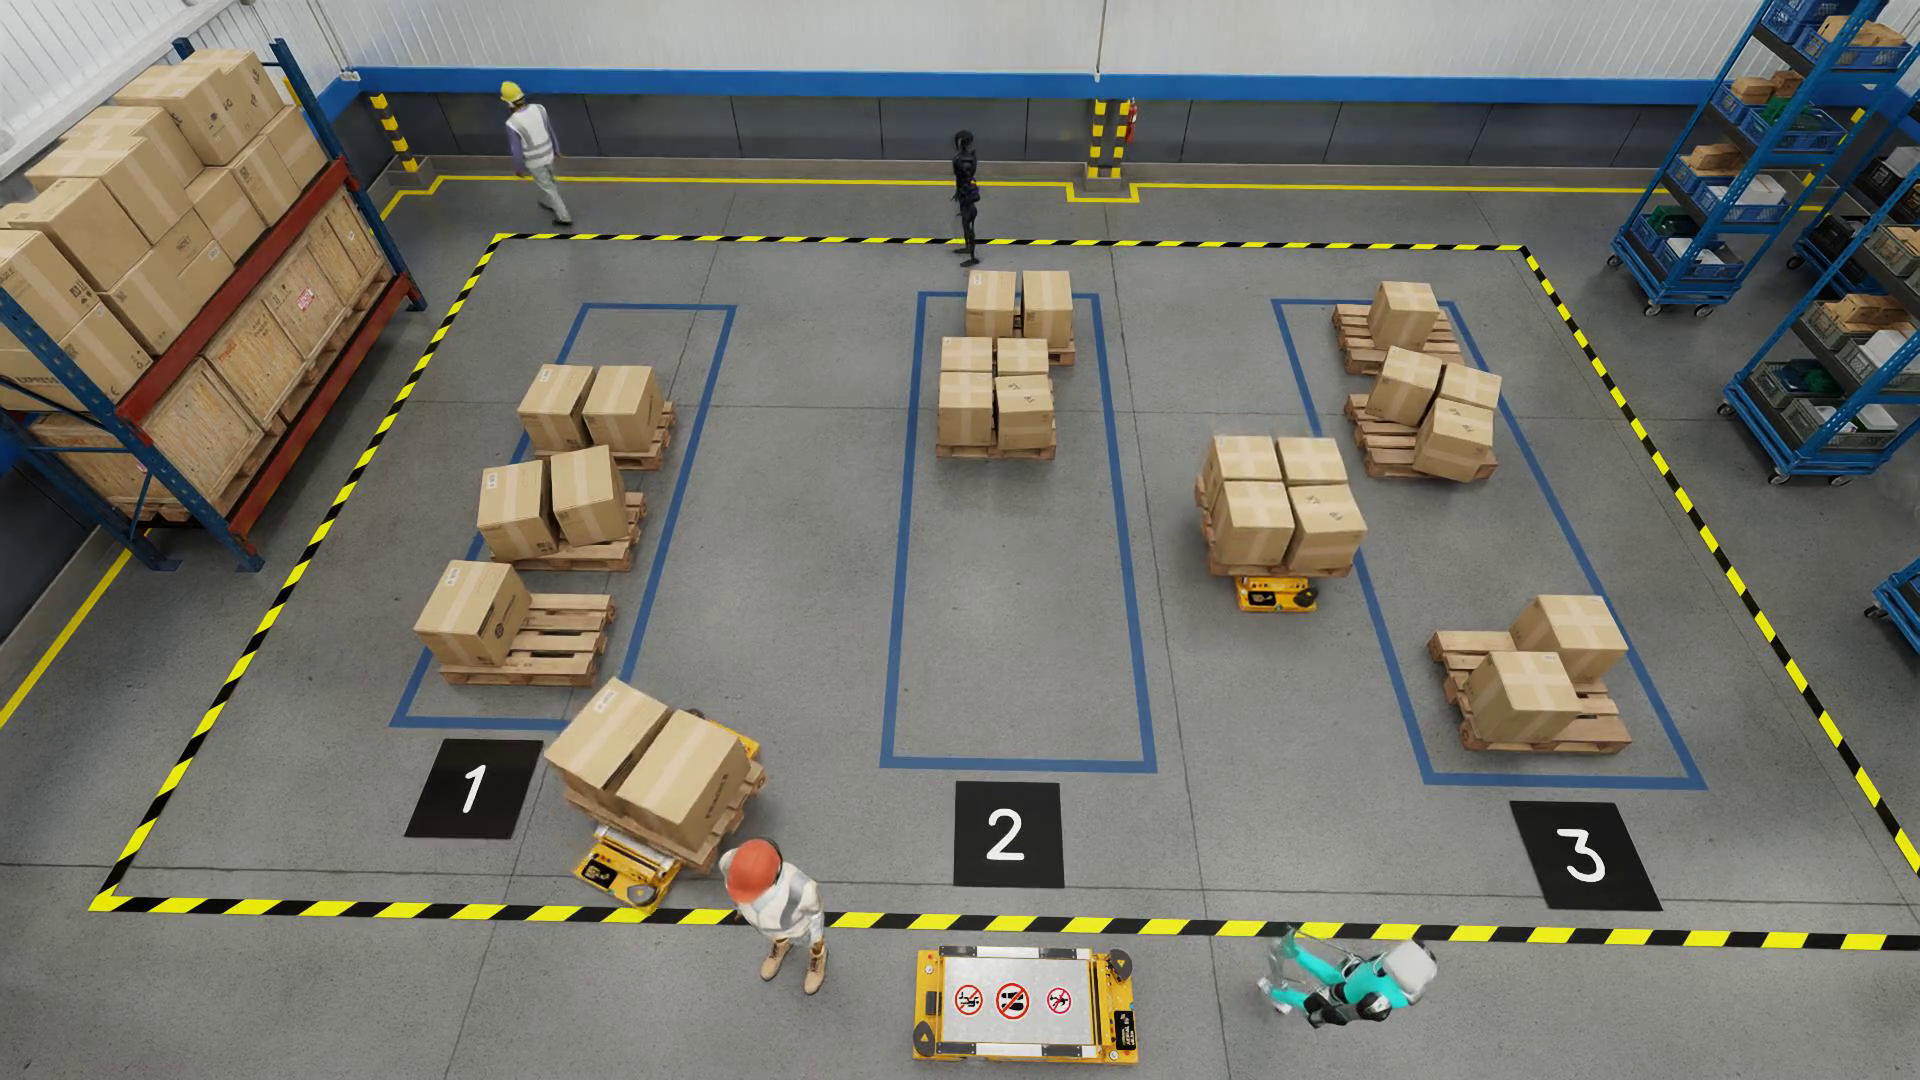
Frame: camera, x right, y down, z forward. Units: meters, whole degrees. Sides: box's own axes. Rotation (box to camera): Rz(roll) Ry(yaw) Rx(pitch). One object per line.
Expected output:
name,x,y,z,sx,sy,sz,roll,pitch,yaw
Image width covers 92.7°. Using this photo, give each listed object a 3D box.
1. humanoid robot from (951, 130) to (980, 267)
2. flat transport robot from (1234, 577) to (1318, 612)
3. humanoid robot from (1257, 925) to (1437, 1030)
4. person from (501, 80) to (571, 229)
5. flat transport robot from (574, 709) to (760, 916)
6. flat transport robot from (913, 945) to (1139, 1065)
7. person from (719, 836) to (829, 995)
humanoid robot,0.067,-4.040,10.861,0.315,1.657,0.599,-8,51,-6
flat transport robot,2.810,0.023,8.449,0.652,0.197,1.431,1,51,1
humanoid robot,2.122,2.578,5.487,0.542,1.840,0.817,-31,57,-23
person,-5.239,-4.759,11.363,0.416,1.829,0.602,22,54,17
flat transport robot,-2.170,1.976,6.857,0.652,0.197,1.431,19,53,15
flat transport robot,0.422,3.041,6.007,1.431,0.231,0.659,1,51,1
person,-1.090,2.264,5.494,0.603,2.048,0.366,15,52,12
